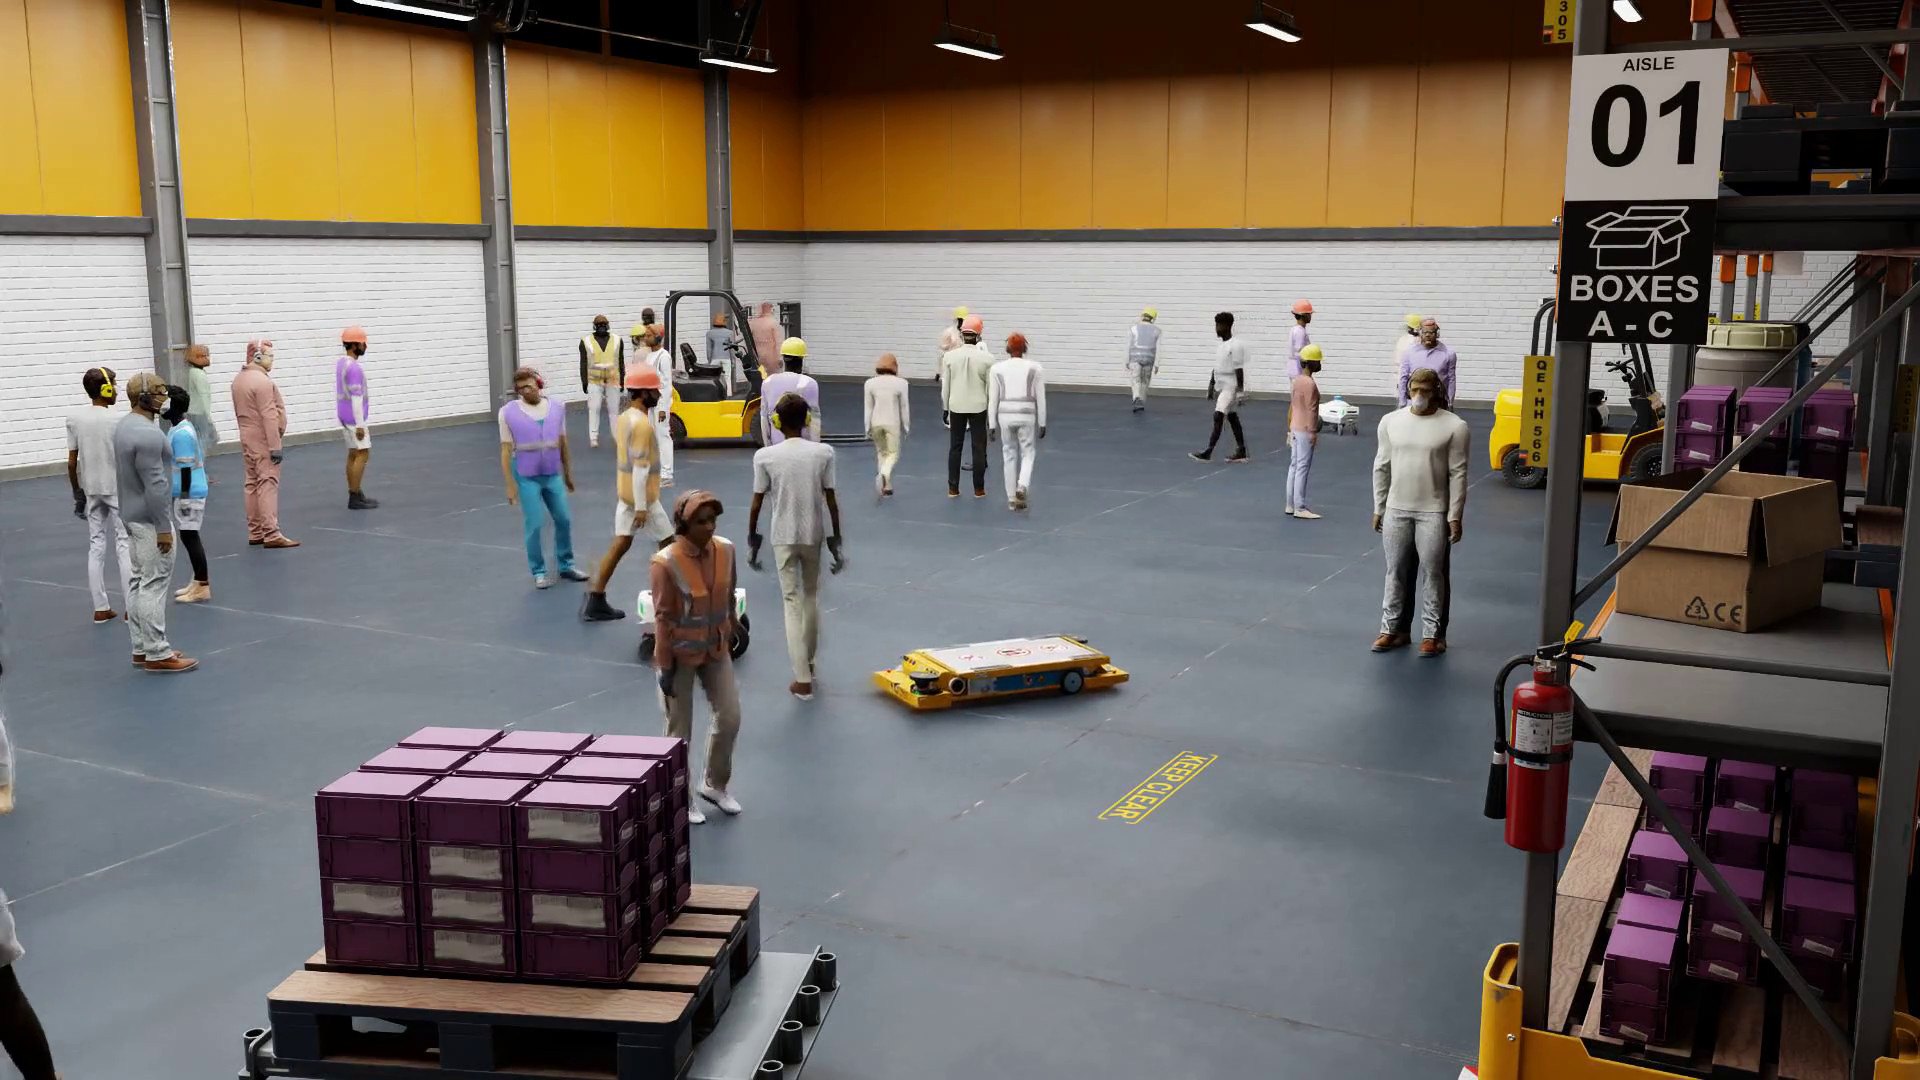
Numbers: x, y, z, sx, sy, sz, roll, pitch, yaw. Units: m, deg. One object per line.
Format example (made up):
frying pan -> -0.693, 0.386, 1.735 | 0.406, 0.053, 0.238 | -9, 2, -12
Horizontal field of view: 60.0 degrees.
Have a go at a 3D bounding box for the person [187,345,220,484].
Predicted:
person -> -8.793, -1.455, 19.350 | 0.365, 1.620, 0.530 | -6, 12, -32

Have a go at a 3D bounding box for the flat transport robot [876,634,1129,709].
flat transport robot -> 0.262, 0.794, 10.254 | 1.431, 0.197, 0.652 | -5, 11, -25

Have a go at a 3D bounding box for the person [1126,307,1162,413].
person -> 3.071, -2.994, 27.833 | 0.619, 1.779, 0.776 | 1, 10, 5

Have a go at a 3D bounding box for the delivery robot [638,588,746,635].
delivery robot -> -1.791, 0.454, 11.126 | 0.707, 0.478, 0.477 | -1, 10, -7

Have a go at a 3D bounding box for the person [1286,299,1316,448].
person -> 4.708, -2.287, 22.958 | 0.368, 2.045, 0.614 | 1, 10, 4

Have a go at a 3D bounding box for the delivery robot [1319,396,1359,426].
delivery robot -> 5.609, -1.899, 24.738 | 0.477, 0.478, 0.707 | -4, 10, -25

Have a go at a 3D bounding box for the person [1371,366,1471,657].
person -> 3.058, -0.188, 11.117 | 0.629, 1.940, 0.373 | 6, 11, 29

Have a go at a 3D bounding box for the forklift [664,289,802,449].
forklift -> -3.358, -2.392, 23.136 | 2.313, 2.155, 1.214 | -1, 10, -5

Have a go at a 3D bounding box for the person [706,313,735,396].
person -> -4.173, -3.130, 29.031 | 0.499, 1.633, 0.286 | -1, 10, -5

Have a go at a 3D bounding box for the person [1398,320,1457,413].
person -> 5.457, -1.613, 19.459 | 0.652, 1.906, 0.402 | 3, 10, 16

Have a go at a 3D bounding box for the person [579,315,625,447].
person -> -4.955, -2.204, 23.109 | 0.621, 1.835, 0.430 | -3, 10, -19

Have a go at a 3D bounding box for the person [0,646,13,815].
person -> -4.704, 0.498, 7.630 | 0.713, 1.787, 0.979 | 0, 10, 0

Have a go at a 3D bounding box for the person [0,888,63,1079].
person -> -3.117, 1.046, 4.835 | 0.479, 1.655, 0.713 | 7, 12, 37

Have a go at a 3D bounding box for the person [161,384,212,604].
person -> -5.967, -0.354, 12.808 | 0.321, 1.693, 0.538 | -5, 11, -26

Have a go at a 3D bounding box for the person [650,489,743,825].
person -> -1.234, 0.550, 7.767 | 0.518, 1.611, 0.420 | -10, 14, -44

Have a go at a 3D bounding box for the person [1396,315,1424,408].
person -> 6.401, -2.259, 23.462 | 0.479, 1.819, 0.633 | -2, 10, -9

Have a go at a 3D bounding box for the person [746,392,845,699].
person -> -1.037, 0.010, 10.247 | 0.573, 1.836, 0.823 | -3, 10, -16

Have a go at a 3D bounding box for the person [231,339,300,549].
person -> -6.357, -0.876, 15.209 | 0.636, 1.903, 0.405 | 10, 14, 44

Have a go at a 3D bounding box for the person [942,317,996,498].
person -> 0.105, -1.443, 18.261 | 0.619, 1.989, 0.396 | 2, 10, 9

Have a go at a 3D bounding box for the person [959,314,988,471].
person -> 0.165, -1.824, 20.590 | 0.373, 1.934, 0.552 | 2, 10, 11

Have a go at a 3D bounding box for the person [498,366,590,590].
person -> -3.362, -0.499, 13.300 | 0.668, 1.803, 0.418 | -9, 13, -42

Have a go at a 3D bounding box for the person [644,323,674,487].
person -> -3.488, -1.546, 19.136 | 0.355, 1.884, 0.575 | -6, 11, -30

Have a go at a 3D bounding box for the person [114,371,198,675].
person -> -5.195, -0.111, 10.666 | 0.356, 1.938, 0.633 | -8, 13, -39

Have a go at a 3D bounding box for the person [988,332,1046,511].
person -> 0.587, -1.217, 17.245 | 0.615, 1.873, 0.530 | 2, 10, 9

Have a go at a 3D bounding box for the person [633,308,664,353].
person -> -5.138, -2.985, 27.758 | 0.626, 1.795, 0.947 | 1, 10, 6

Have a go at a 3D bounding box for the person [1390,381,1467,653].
person -> 3.145, -0.163, 11.234 | 0.513, 1.846, 0.334 | 6, 11, 30

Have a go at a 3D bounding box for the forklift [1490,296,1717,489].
forklift -> 7.296, -1.677, 18.993 | 2.313, 2.155, 1.214 | 5, 11, 27

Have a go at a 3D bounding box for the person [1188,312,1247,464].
person -> 3.297, -1.938, 21.255 | 0.932, 1.922, 0.639 | -2, 10, -12

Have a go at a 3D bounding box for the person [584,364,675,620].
person -> -2.338, -0.346, 12.194 | 0.974, 1.890, 0.558 | -5, 11, -26

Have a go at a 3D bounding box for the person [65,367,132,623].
person -> -6.196, -0.318, 12.091 | 0.521, 1.864, 0.335 | 1, 10, 3

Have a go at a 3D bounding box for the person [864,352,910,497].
person -> -0.819, -1.242, 18.129 | 0.503, 1.603, 0.624 | 2, 10, 13

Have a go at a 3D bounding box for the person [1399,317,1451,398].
person -> 5.858, -1.851, 20.896 | 0.652, 1.893, 0.424 | 0, 10, 2

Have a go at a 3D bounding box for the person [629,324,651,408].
person -> -4.217, -2.008, 22.180 | 0.419, 1.751, 0.531 | 1, 10, 8

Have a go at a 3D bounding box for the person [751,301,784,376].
person -> -3.187, -3.053, 27.854 | 0.669, 1.881, 0.435 | 8, 13, 39

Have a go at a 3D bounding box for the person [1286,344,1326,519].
person -> 3.527, -1.102, 16.909 | 0.326, 1.767, 0.533 | -1, 10, -5

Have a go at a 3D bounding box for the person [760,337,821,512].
person -> -1.521, -0.877, 15.136 | 0.591, 1.926, 0.387 | 4, 11, 24

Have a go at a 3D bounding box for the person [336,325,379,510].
person -> -6.355, -1.294, 17.530 | 0.379, 1.937, 0.550 | -6, 12, -33

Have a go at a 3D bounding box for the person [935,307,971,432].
person -> 0.025, -2.550, 24.971 | 0.639, 1.871, 0.962 | -7, 12, -36
